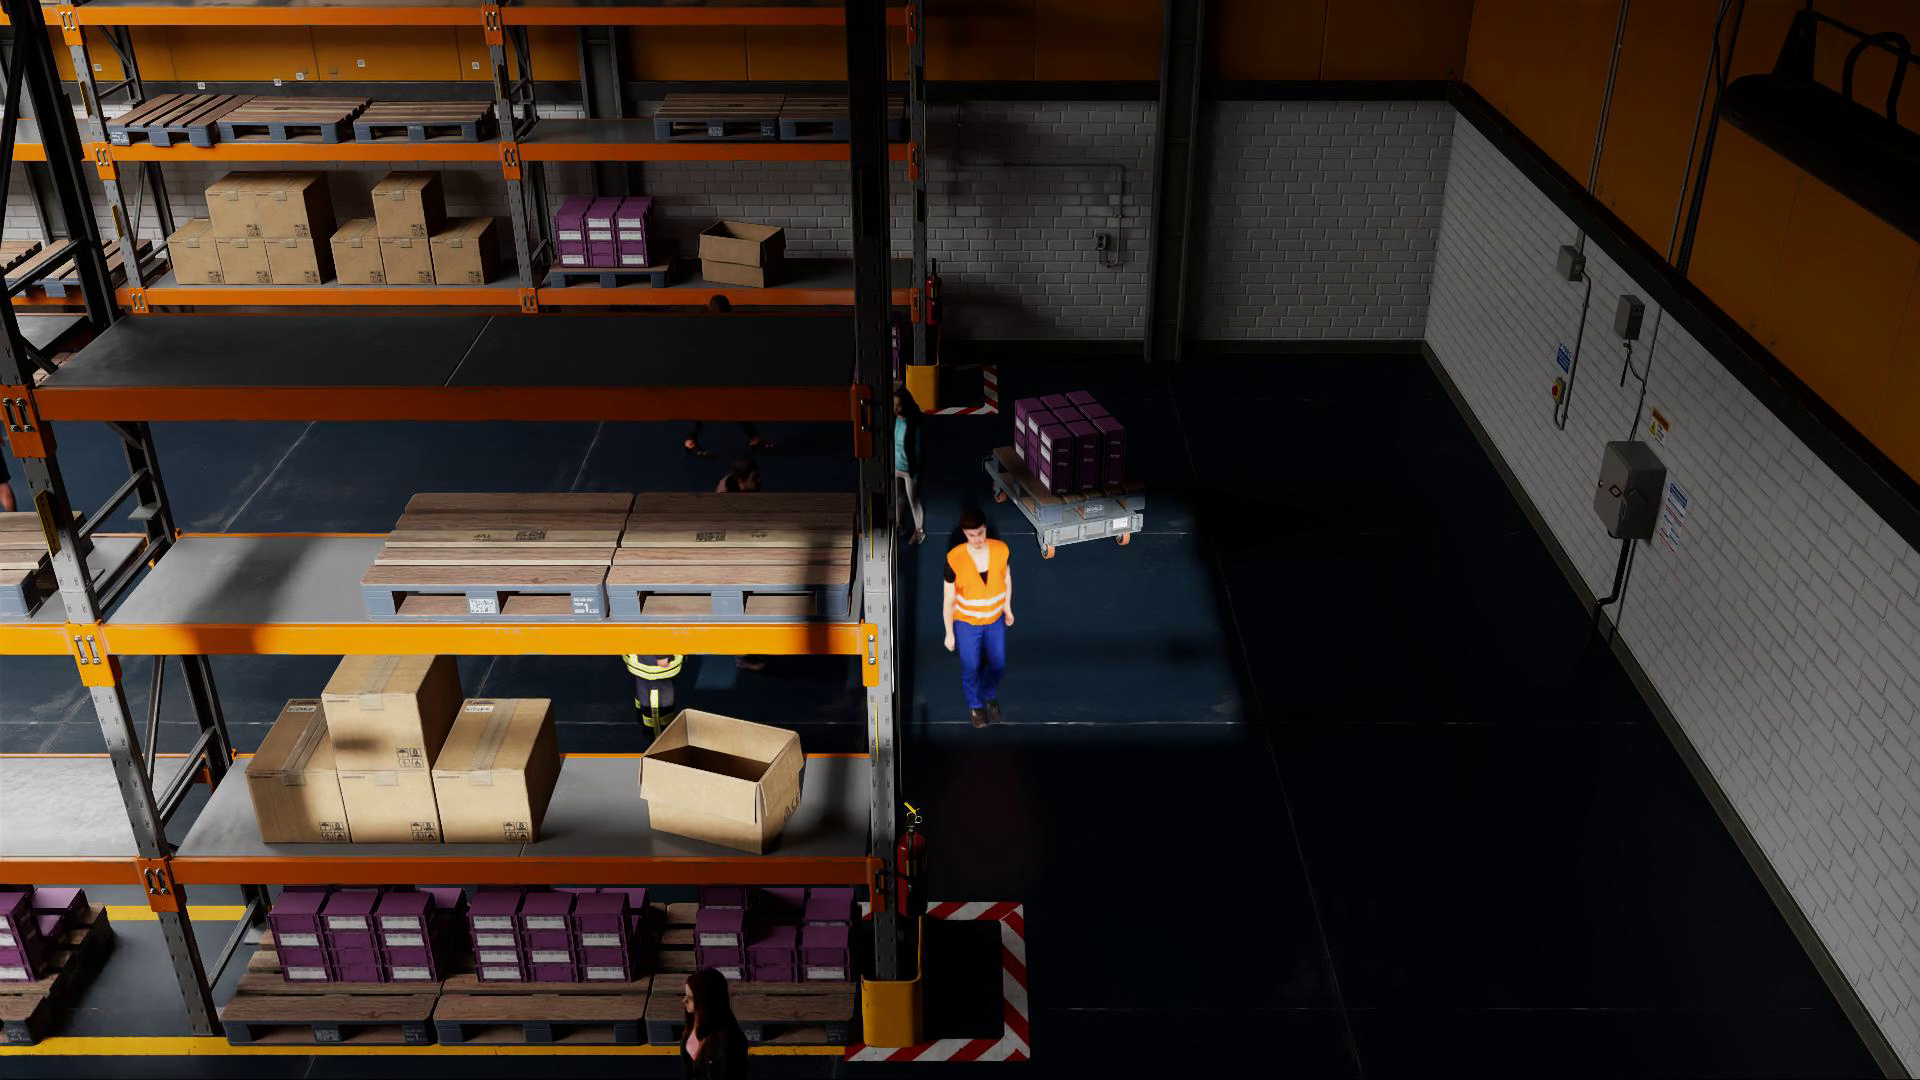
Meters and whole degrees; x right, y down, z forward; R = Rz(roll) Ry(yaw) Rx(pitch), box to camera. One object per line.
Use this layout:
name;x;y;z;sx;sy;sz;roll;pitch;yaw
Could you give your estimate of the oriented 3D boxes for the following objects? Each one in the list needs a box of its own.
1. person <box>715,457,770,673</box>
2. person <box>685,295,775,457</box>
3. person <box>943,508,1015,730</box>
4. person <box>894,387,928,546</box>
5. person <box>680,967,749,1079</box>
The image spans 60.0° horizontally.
person;-1.703;0.174;12.774;0.859;1.838;0.867;12;31;21
person;-2.403;-1.540;16.108;1.086;1.654;0.627;0;29;0
person;0.123;0.521;12.116;0.720;1.857;0.861;-9;30;-16
person;-0.478;-0.665;14.668;0.652;1.496;0.730;17;33;28
person;-1.089;2.740;8.208;0.826;1.704;0.773;-15;32;-25
